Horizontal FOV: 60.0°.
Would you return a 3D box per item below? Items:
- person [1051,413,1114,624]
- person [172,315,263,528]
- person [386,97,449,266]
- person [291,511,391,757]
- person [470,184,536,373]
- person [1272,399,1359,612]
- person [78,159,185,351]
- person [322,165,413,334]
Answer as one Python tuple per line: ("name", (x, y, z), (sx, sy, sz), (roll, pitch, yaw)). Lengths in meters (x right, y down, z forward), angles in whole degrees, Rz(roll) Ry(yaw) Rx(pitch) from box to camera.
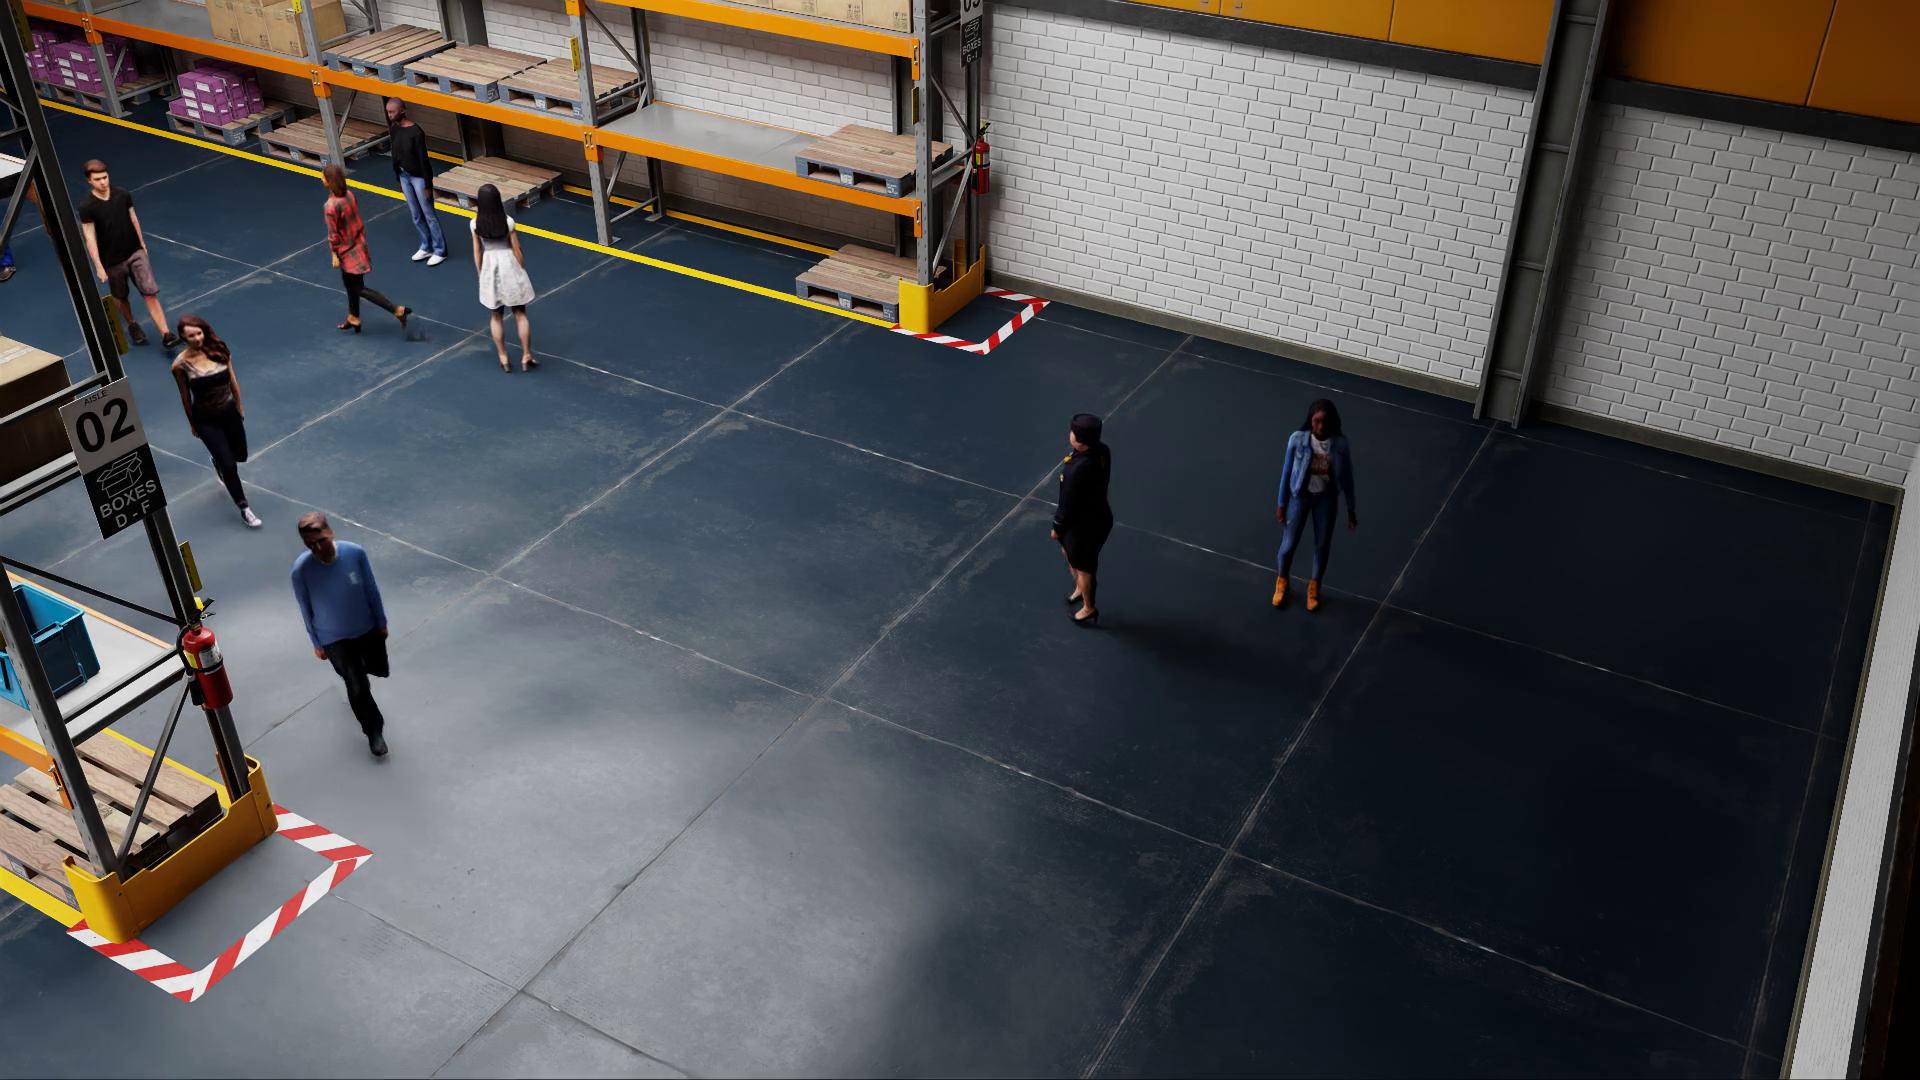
("person", (0.948, -0.093, 11.697), (0.690, 1.660, 0.724), (14, 36, 20))
("person", (-5.806, -0.957, 12.915), (1.051, 1.751, 0.765), (29, 43, 36))
("person", (-5.569, -3.697, 17.044), (0.487, 1.743, 0.668), (15, 36, 21))
("person", (-3.950, 0.529, 10.645), (0.900, 1.790, 1.084), (-23, 40, -31))
("person", (-4.126, -2.356, 15.002), (0.760, 1.771, 0.841), (-4, 34, -5))
("person", (2.510, -0.264, 11.912), (0.661, 1.707, 0.838), (1, 34, 1))
("person", (-7.801, -2.648, 15.397), (1.221, 1.819, 0.890), (28, 42, 35))
("person", (-5.615, -2.672, 15.561), (1.117, 1.679, 0.882), (3, 34, 5))
